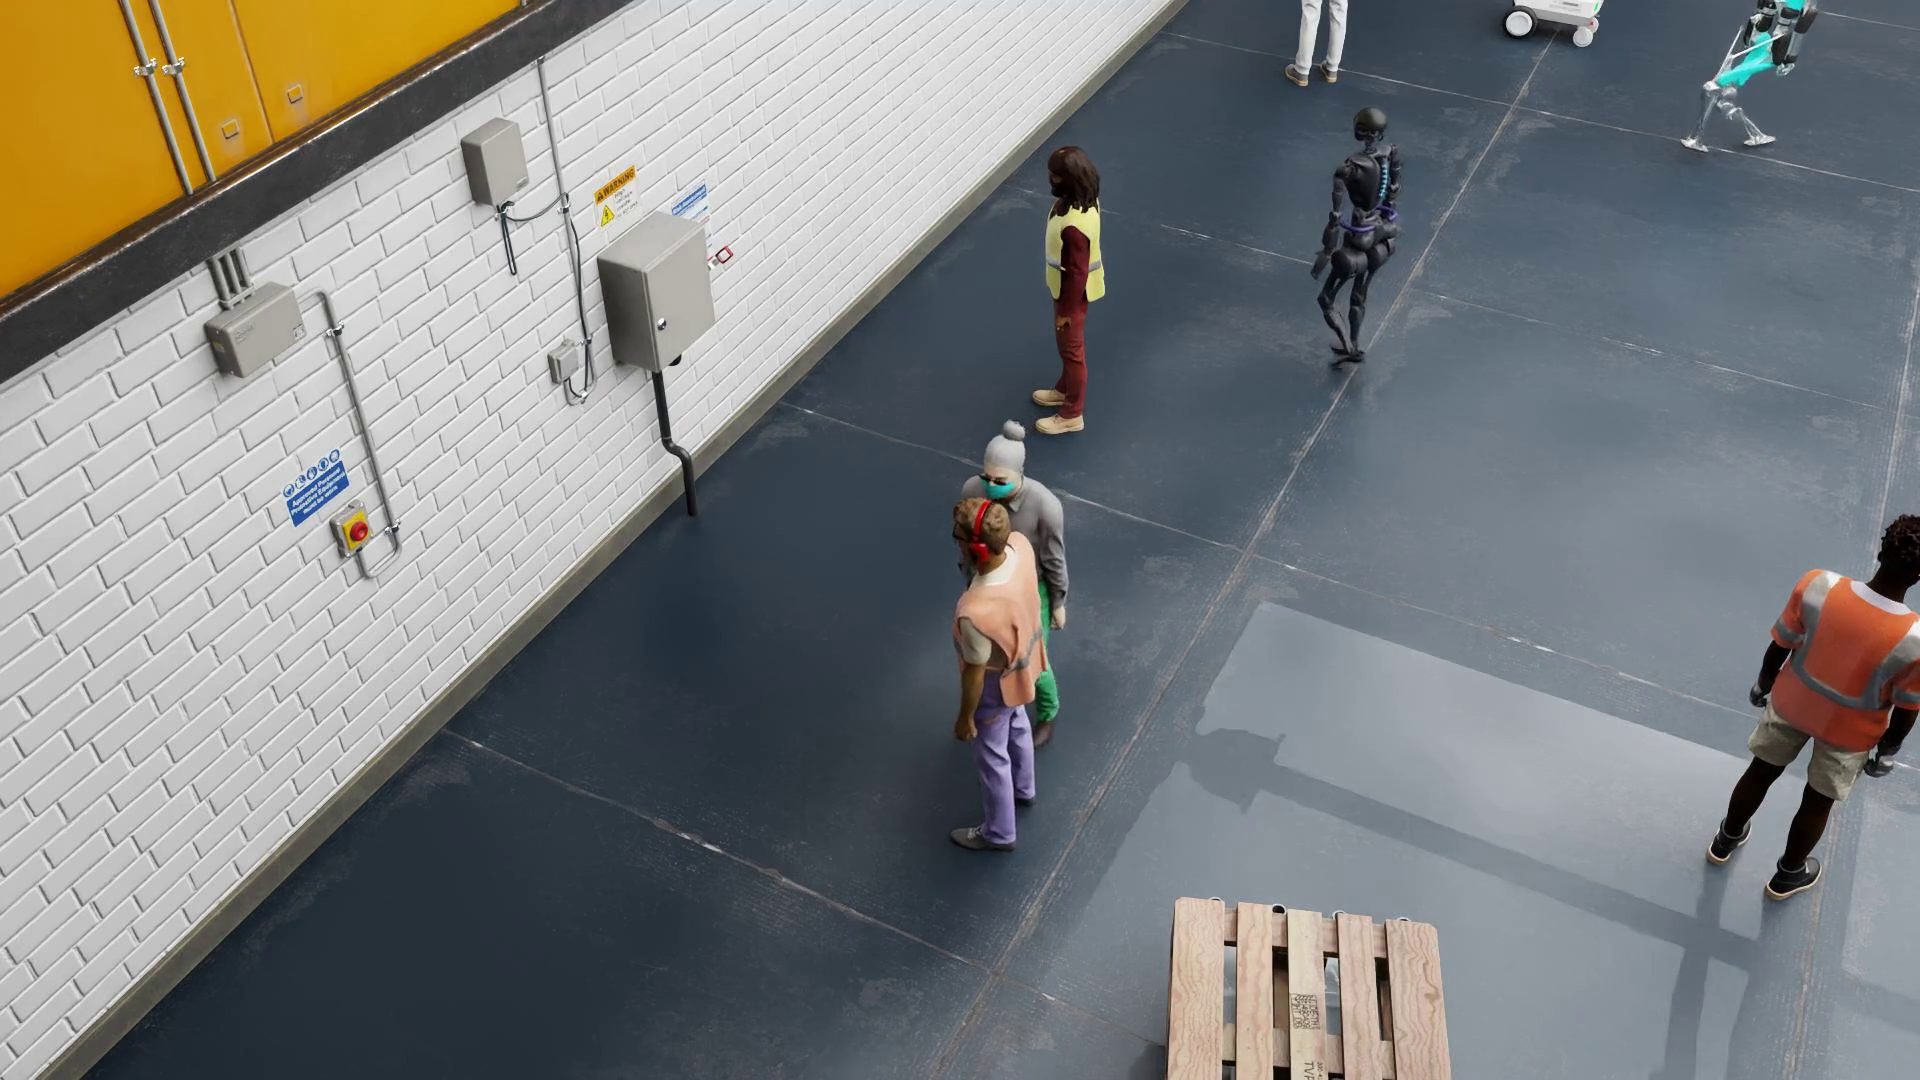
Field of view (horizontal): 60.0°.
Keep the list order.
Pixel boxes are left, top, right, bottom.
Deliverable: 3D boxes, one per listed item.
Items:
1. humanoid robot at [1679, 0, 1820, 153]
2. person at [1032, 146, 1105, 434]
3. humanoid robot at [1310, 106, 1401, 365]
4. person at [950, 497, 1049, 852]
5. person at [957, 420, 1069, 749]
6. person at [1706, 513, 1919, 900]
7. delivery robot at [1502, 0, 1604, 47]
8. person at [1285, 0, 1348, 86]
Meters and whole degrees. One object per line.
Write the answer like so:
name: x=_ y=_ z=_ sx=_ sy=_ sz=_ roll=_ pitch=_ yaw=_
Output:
humanoid robot: x=5.585 y=-3.517 z=11.828 sx=1.030 sy=1.763 sz=0.539 roll=-9 pitch=42 yaw=-10
person: x=0.619 y=-1.391 z=9.298 sx=0.377 sy=1.775 sz=0.466 roll=1 pitch=41 yaw=1
humanoid robot: x=2.371 y=-1.771 z=9.812 sx=0.591 sy=1.638 sz=0.349 roll=-25 pitch=47 yaw=-26
person: x=0.158 y=0.580 z=6.974 sx=0.399 sy=1.832 sz=0.573 roll=14 pitch=43 yaw=15
person: x=0.226 y=0.207 z=7.420 sx=0.526 sy=1.823 sz=0.411 roll=17 pitch=44 yaw=19
person: x=3.522 y=0.689 z=6.741 sx=0.362 sy=1.963 sz=0.612 roll=-30 pitch=49 yaw=-30
delivery robot: x=4.914 y=-4.435 z=13.772 sx=0.804 sy=0.610 sz=0.499 roll=18 pitch=44 yaw=19
person: x=2.809 y=-4.404 z=12.709 sx=0.572 sy=1.883 sz=0.354 roll=-7 pitch=41 yaw=-8
